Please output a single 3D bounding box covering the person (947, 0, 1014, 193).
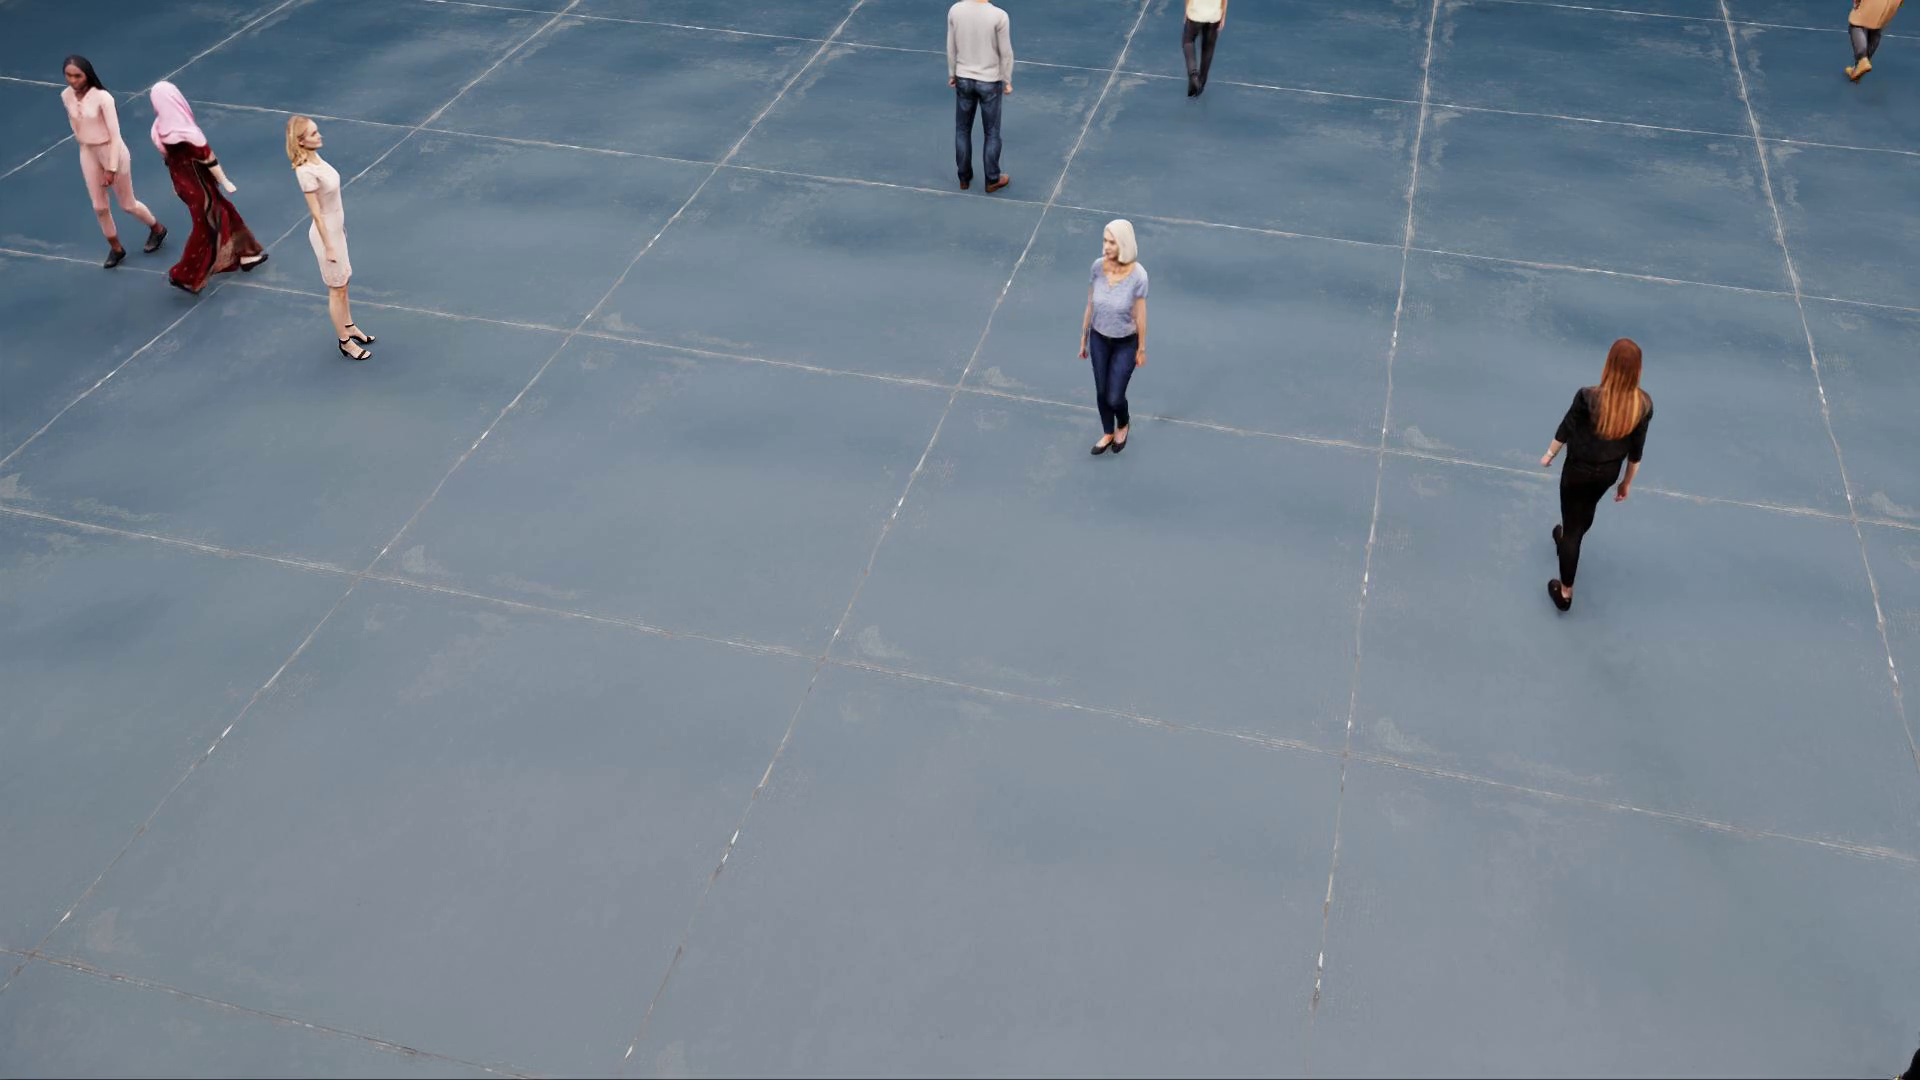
[{"bbox_3d":[0.163,-3.847,13.923,0.753,1.911,0.653,14,40,17],"label":"person"}]

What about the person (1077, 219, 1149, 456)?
[{"bbox_3d":[1.054,-1.328,10.868,0.680,1.708,0.691,24,44,28],"label":"person"}]

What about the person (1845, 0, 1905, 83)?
[{"bbox_3d":[8.754,-5.139,15.735,0.737,1.714,0.901,2,38,3],"label":"person"}]

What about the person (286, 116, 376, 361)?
[{"bbox_3d":[-4.491,-2.146,11.814,0.698,1.830,0.558,-4,38,-5],"label":"person"}]

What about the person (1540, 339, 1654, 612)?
[{"bbox_3d":[3.667,-0.325,9.607,0.765,1.682,1.039,0,38,0],"label":"person"}]

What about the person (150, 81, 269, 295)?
[{"bbox_3d":[-5.853,-2.634,12.632,0.956,1.591,1.173,30,47,33],"label":"person"}]

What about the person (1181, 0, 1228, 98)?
[{"bbox_3d":[2.273,-4.846,15.469,0.681,1.580,0.769,1,38,1],"label":"person"}]

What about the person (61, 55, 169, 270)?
[{"bbox_3d":[-6.592,-2.969,12.974,0.631,1.697,0.826,12,40,15],"label":"person"}]
